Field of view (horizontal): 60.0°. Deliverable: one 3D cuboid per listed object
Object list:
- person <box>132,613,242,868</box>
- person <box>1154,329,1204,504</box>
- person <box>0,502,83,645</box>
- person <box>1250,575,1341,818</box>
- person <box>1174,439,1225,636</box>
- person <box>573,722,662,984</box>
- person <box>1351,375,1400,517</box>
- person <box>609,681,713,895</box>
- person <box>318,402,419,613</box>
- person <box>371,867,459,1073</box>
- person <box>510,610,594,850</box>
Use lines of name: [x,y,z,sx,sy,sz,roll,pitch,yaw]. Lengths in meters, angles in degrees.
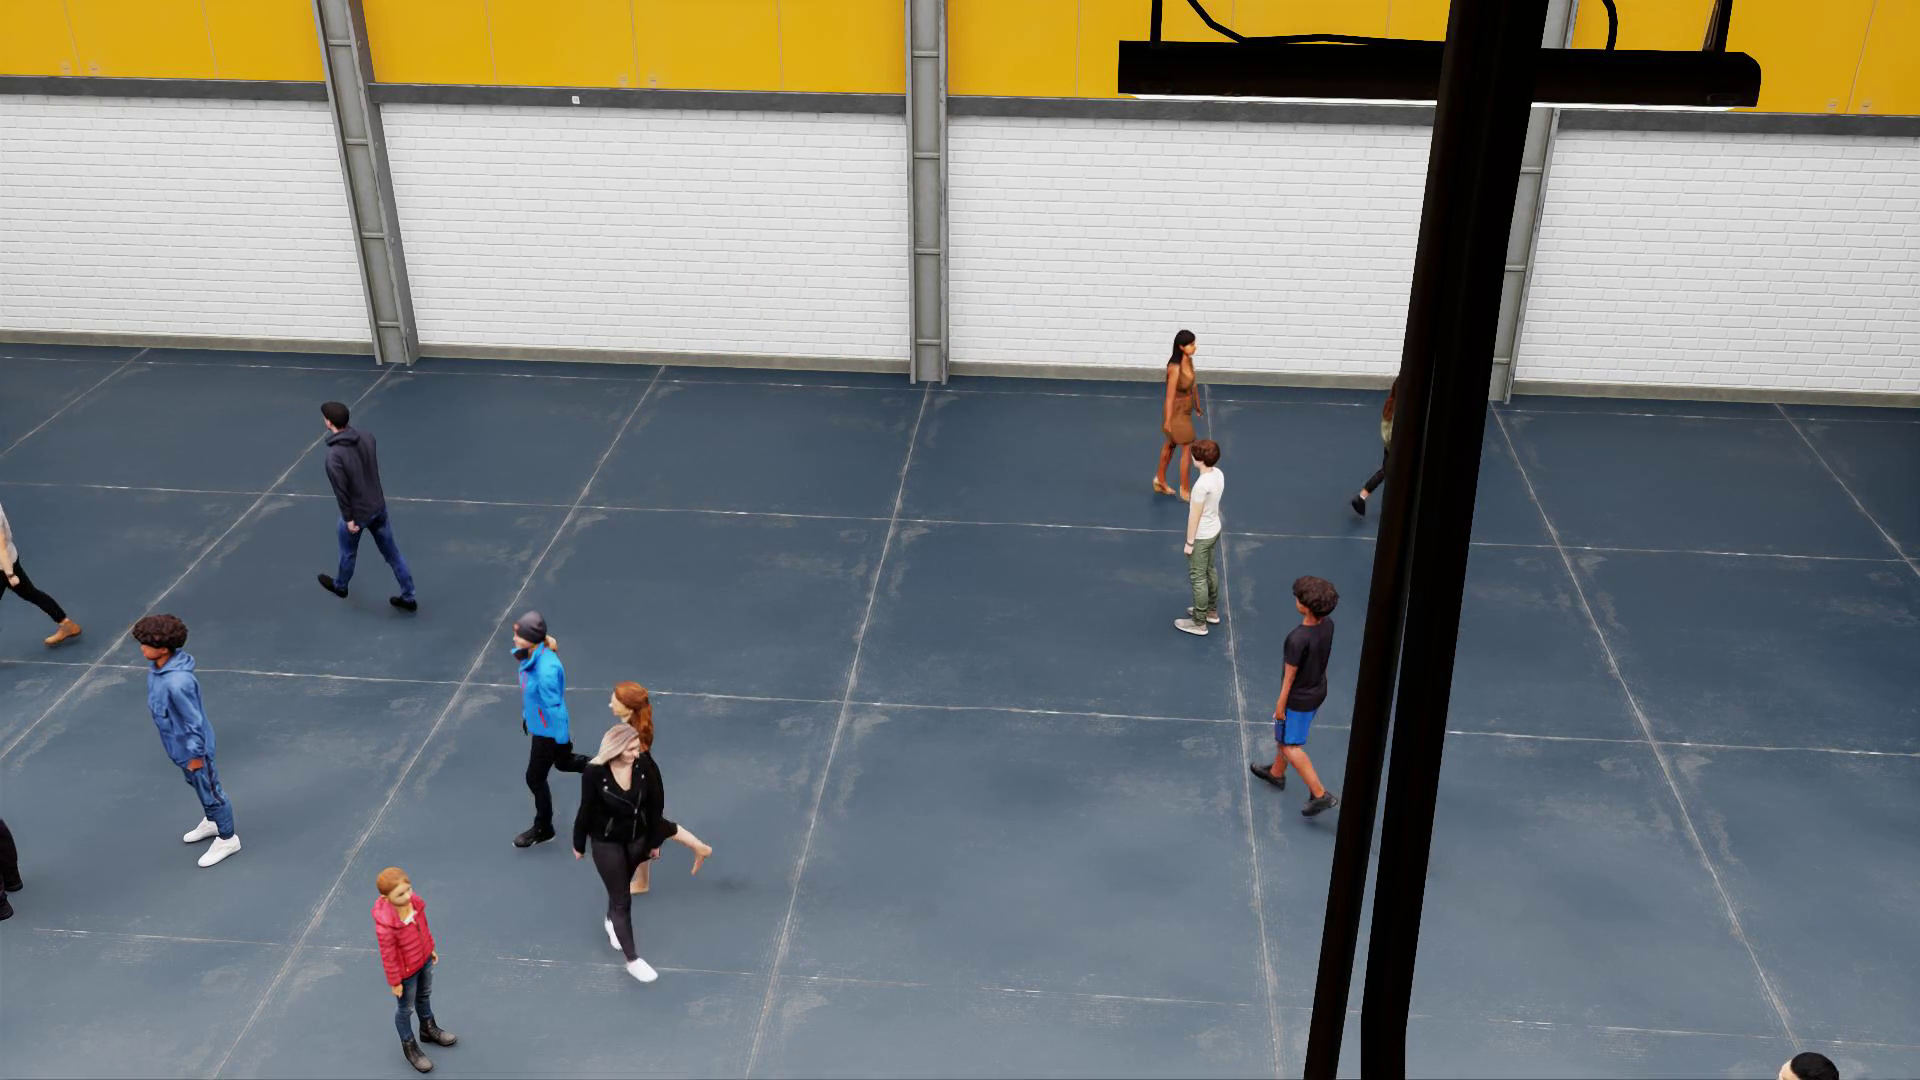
person: [-4.996,1.268,10.763,0.801,1.810,0.753,-20,35,-32]
person: [1.937,-1.163,15.362,0.810,1.671,0.702,11,31,20]
person: [-7.364,0.164,12.921,1.205,1.680,0.982,-13,31,-22]
person: [2.346,1.062,11.172,1.015,1.780,1.105,-25,37,-37]
person: [1.955,-0.039,13.326,0.654,1.649,0.637,14,32,24]
person: [-2.072,1.772,10.010,1.007,1.646,1.036,-15,32,-26]
person: [3.893,-0.839,14.993,1.005,1.457,0.832,-10,30,-18]
person: [-1.936,1.558,10.435,0.862,1.613,0.600,2,29,4]
person: [-4.748,-0.212,13.452,1.271,1.833,0.986,14,32,24]
person: [-3.076,2.360,9.274,0.580,1.318,0.568,11,31,20]
person: [-2.584,1.219,10.896,1.203,1.767,0.922,-10,30,-17]
